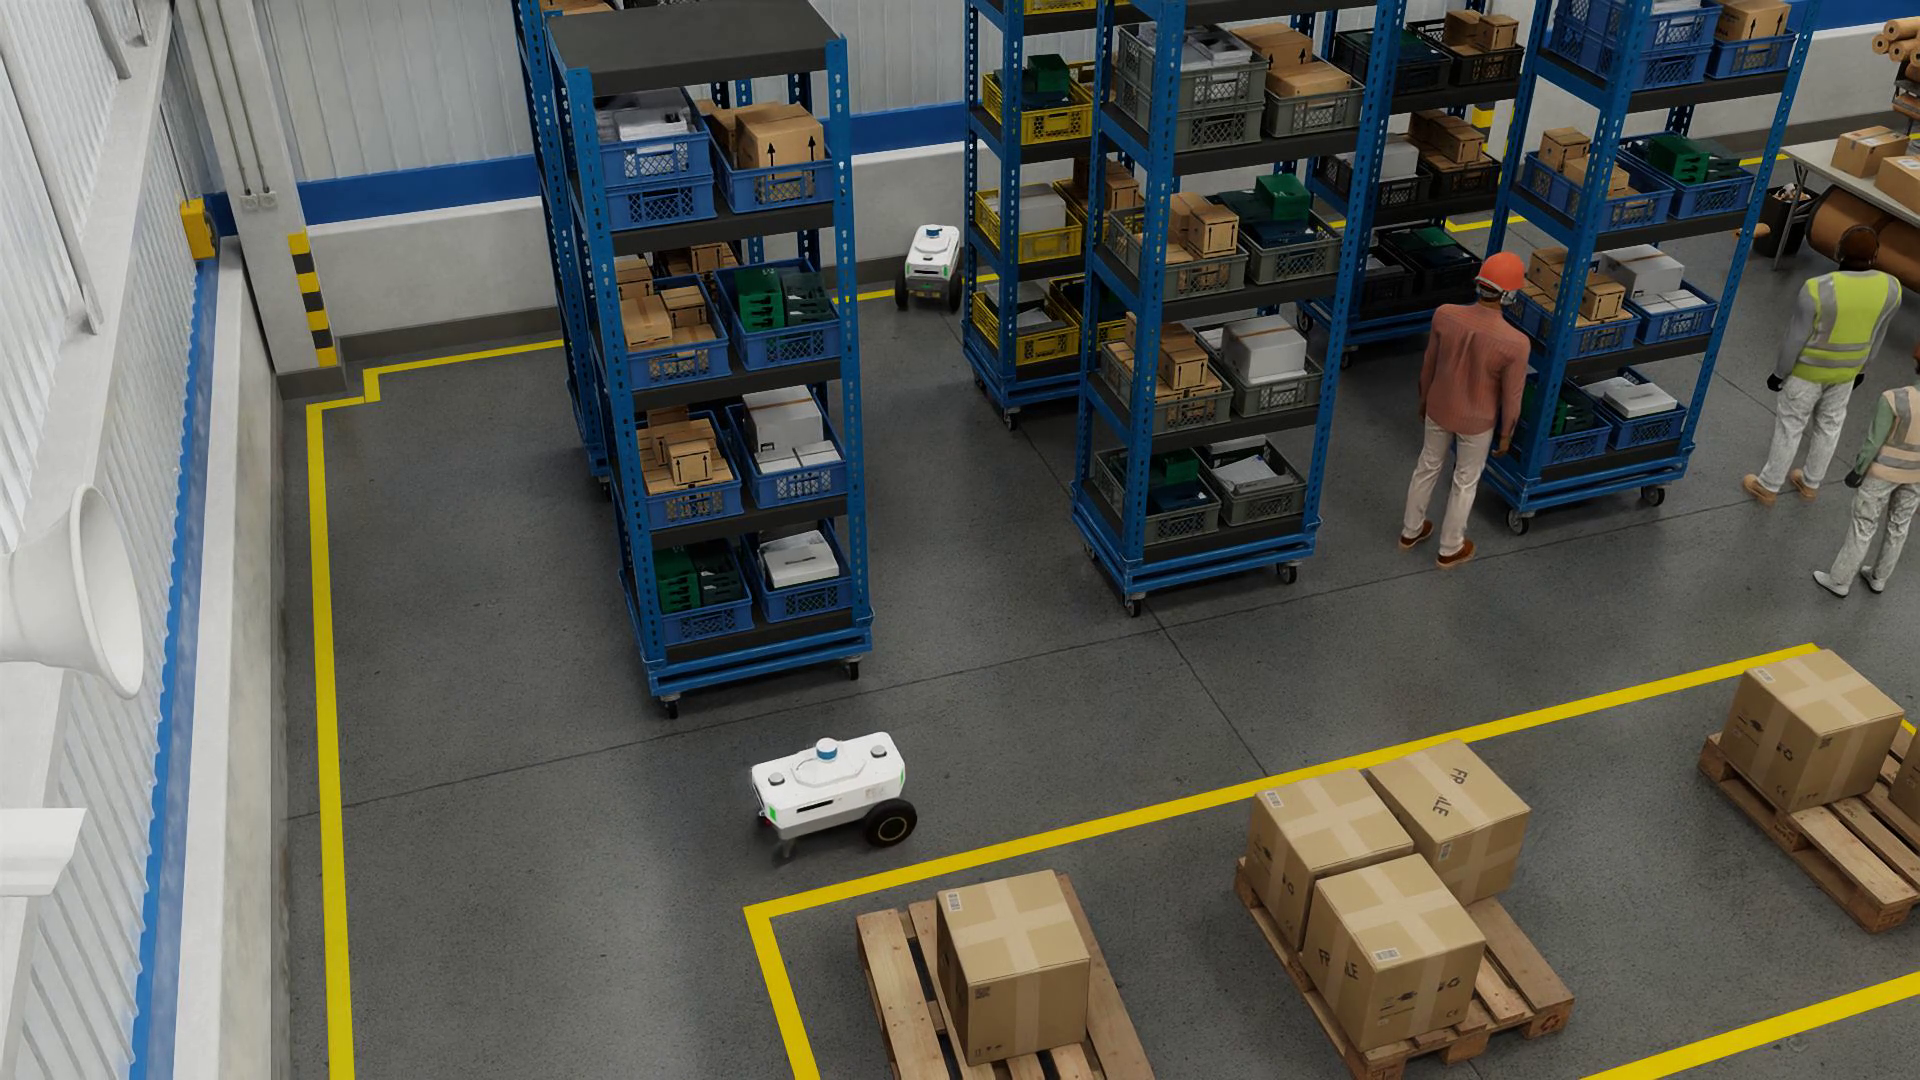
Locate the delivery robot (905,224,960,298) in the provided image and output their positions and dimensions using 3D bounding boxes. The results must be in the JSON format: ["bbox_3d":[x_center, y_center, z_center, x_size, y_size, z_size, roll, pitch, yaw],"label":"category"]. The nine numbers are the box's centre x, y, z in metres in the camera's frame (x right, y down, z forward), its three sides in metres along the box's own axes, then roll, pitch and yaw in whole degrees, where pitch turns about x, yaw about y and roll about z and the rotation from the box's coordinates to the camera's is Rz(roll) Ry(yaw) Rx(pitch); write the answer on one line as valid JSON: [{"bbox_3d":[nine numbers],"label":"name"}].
[{"bbox_3d":[-0.208,-2.191,12.815,0.477,0.478,0.707,4,35,6],"label":"delivery robot"}]

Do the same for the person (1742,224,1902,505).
[{"bbox_3d":[5.259,-1.054,10.177,0.624,1.840,0.430,-3,35,-4],"label":"person"}]

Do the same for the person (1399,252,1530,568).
[{"bbox_3d":[2.932,-0.736,9.609,0.625,1.981,0.414,28,44,34],"label":"person"}]

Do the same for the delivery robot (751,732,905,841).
[{"bbox_3d":[-0.636,1.170,8.050,0.707,0.478,0.477,-13,37,-18],"label":"delivery robot"}]

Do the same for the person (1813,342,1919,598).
[{"bbox_3d":[5.284,-0.390,9.400,0.521,1.645,0.307,-4,35,-6],"label":"person"}]
